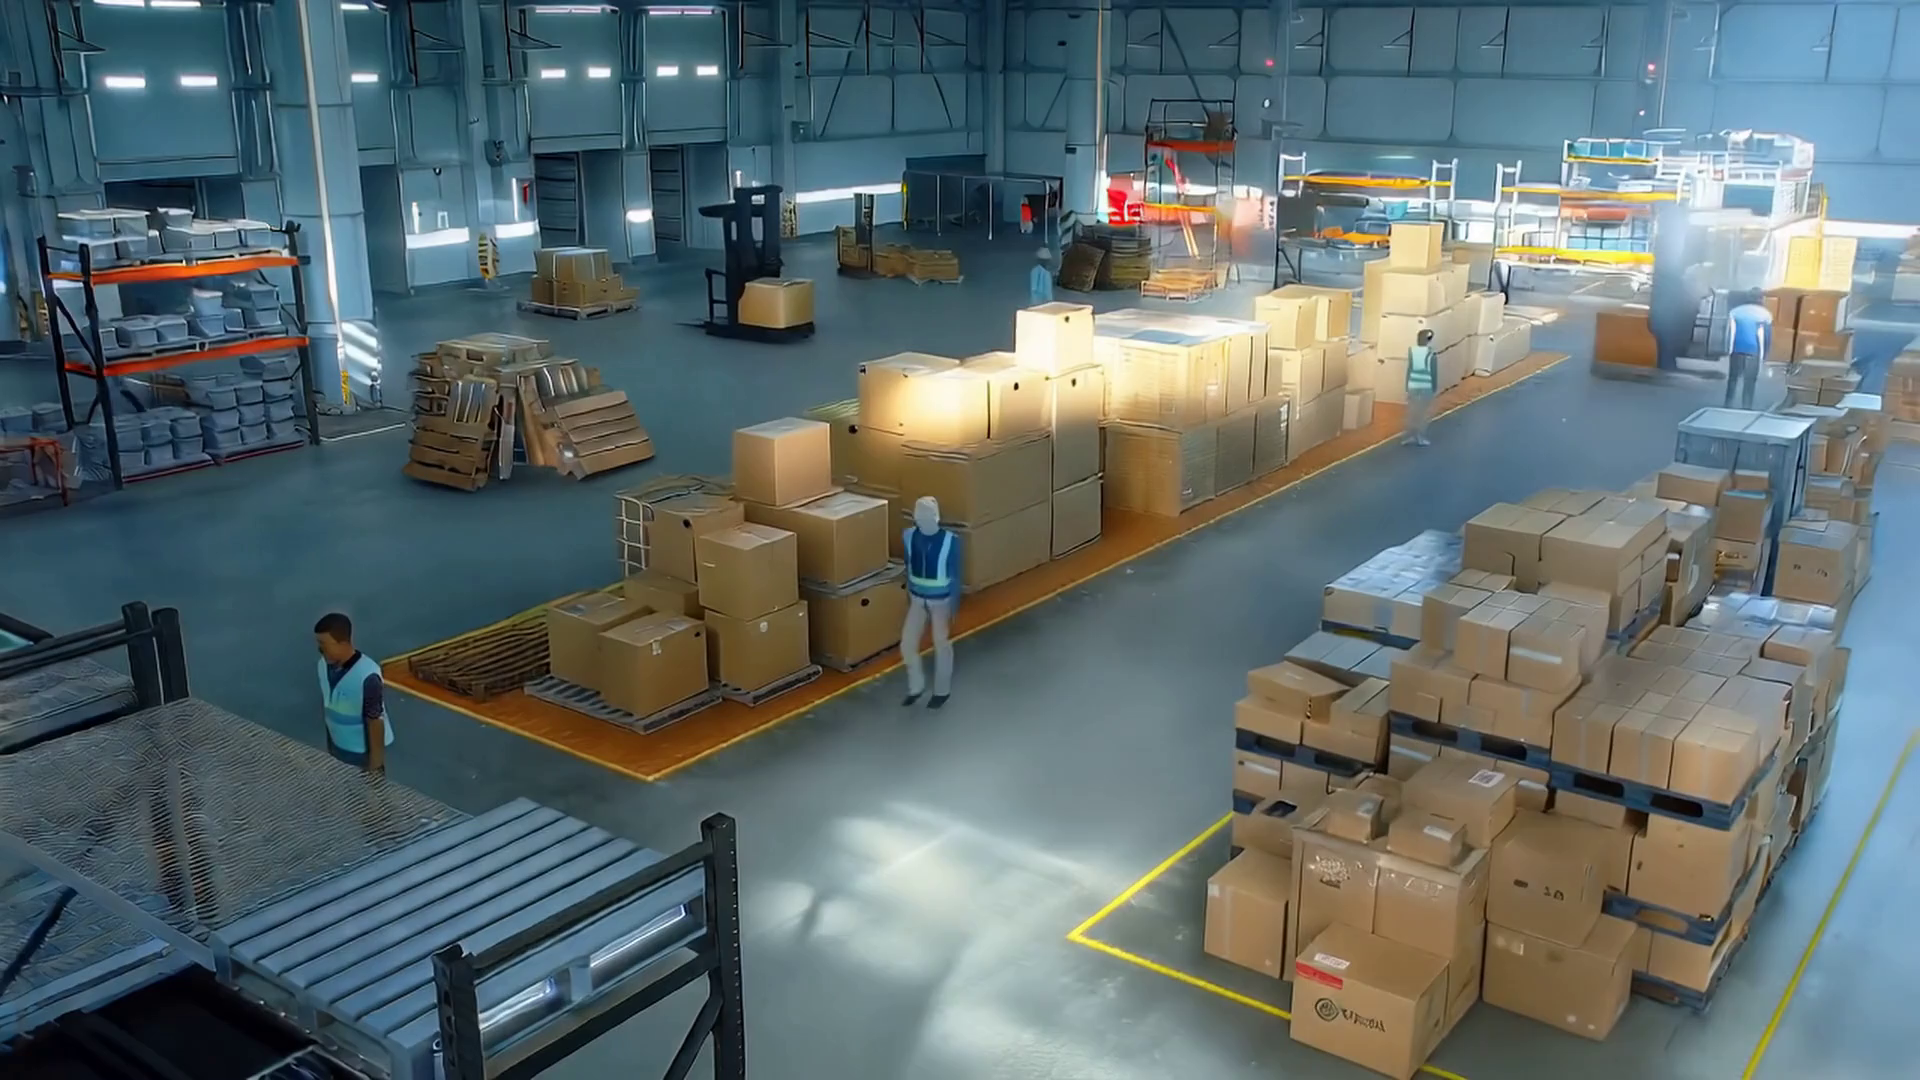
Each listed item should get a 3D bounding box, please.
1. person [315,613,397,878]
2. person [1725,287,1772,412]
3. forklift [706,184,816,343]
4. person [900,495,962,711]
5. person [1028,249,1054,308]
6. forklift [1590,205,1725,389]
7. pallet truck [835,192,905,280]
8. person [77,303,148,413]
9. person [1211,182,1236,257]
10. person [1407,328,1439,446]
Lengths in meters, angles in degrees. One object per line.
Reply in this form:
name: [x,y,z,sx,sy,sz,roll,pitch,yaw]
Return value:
person: [-3.950,1.371,10.897,0.599,1.908,0.404,12,21,34]
person: [11.598,-2.760,24.517,0.358,1.937,0.636,-15,23,-41]
forklift: [-3.712,-5.181,30.930,1.873,2.768,1.129,12,21,35]
person: [-0.260,0.547,13.696,0.580,1.865,0.590,9,19,28]
person: [1.440,-4.174,29.308,1.010,1.879,0.566,-8,19,-26]
forklift: [11.471,-4.000,27.021,1.873,2.768,1.129,12,21,35]
pallet truck: [-1.936,-7.159,38.982,1.885,1.965,0.823,-12,21,-34]
person: [-12.130,-2.503,23.781,0.566,1.883,0.893,2,17,6]
person: [6.721,-8.182,42.499,0.437,1.919,0.631,-9,19,-26]
person: [6.349,-2.094,22.824,0.352,1.629,0.561,-11,20,-33]
